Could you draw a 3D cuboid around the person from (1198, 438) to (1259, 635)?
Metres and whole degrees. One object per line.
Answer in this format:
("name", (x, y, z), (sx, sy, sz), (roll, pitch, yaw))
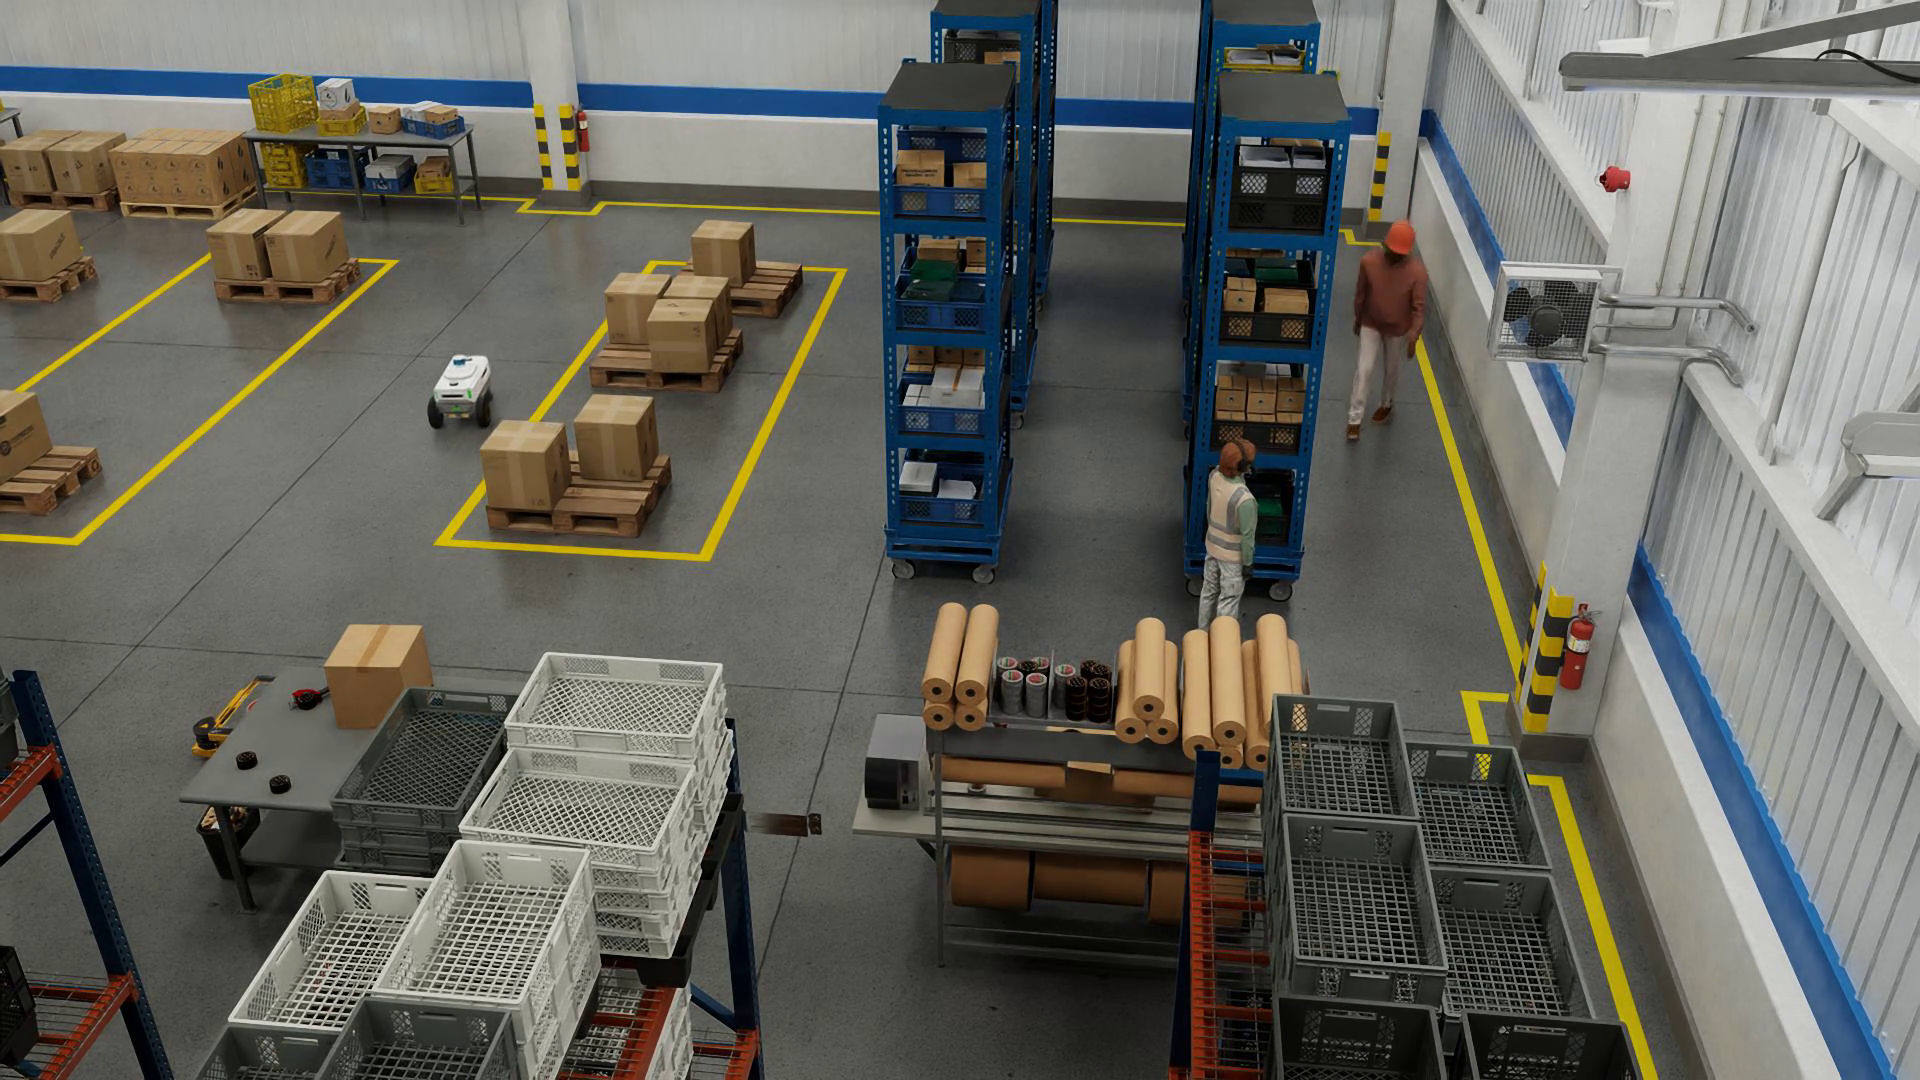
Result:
("person", (1.802, 0.076, 11.160), (0.307, 1.643, 0.514), (-12, 32, -20))

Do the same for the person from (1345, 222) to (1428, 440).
("person", (3.591, -1.790, 14.067), (0.642, 1.933, 0.962), (14, 33, 23))

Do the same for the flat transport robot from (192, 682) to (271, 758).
("flat transport robot", (-4.089, 1.163, 10.648), (1.431, 0.197, 0.652), (3, 30, 6))

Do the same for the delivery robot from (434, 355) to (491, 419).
("delivery robot", (-4.388, -1.392, 14.667), (0.477, 0.478, 0.707), (-1, 30, -1))
